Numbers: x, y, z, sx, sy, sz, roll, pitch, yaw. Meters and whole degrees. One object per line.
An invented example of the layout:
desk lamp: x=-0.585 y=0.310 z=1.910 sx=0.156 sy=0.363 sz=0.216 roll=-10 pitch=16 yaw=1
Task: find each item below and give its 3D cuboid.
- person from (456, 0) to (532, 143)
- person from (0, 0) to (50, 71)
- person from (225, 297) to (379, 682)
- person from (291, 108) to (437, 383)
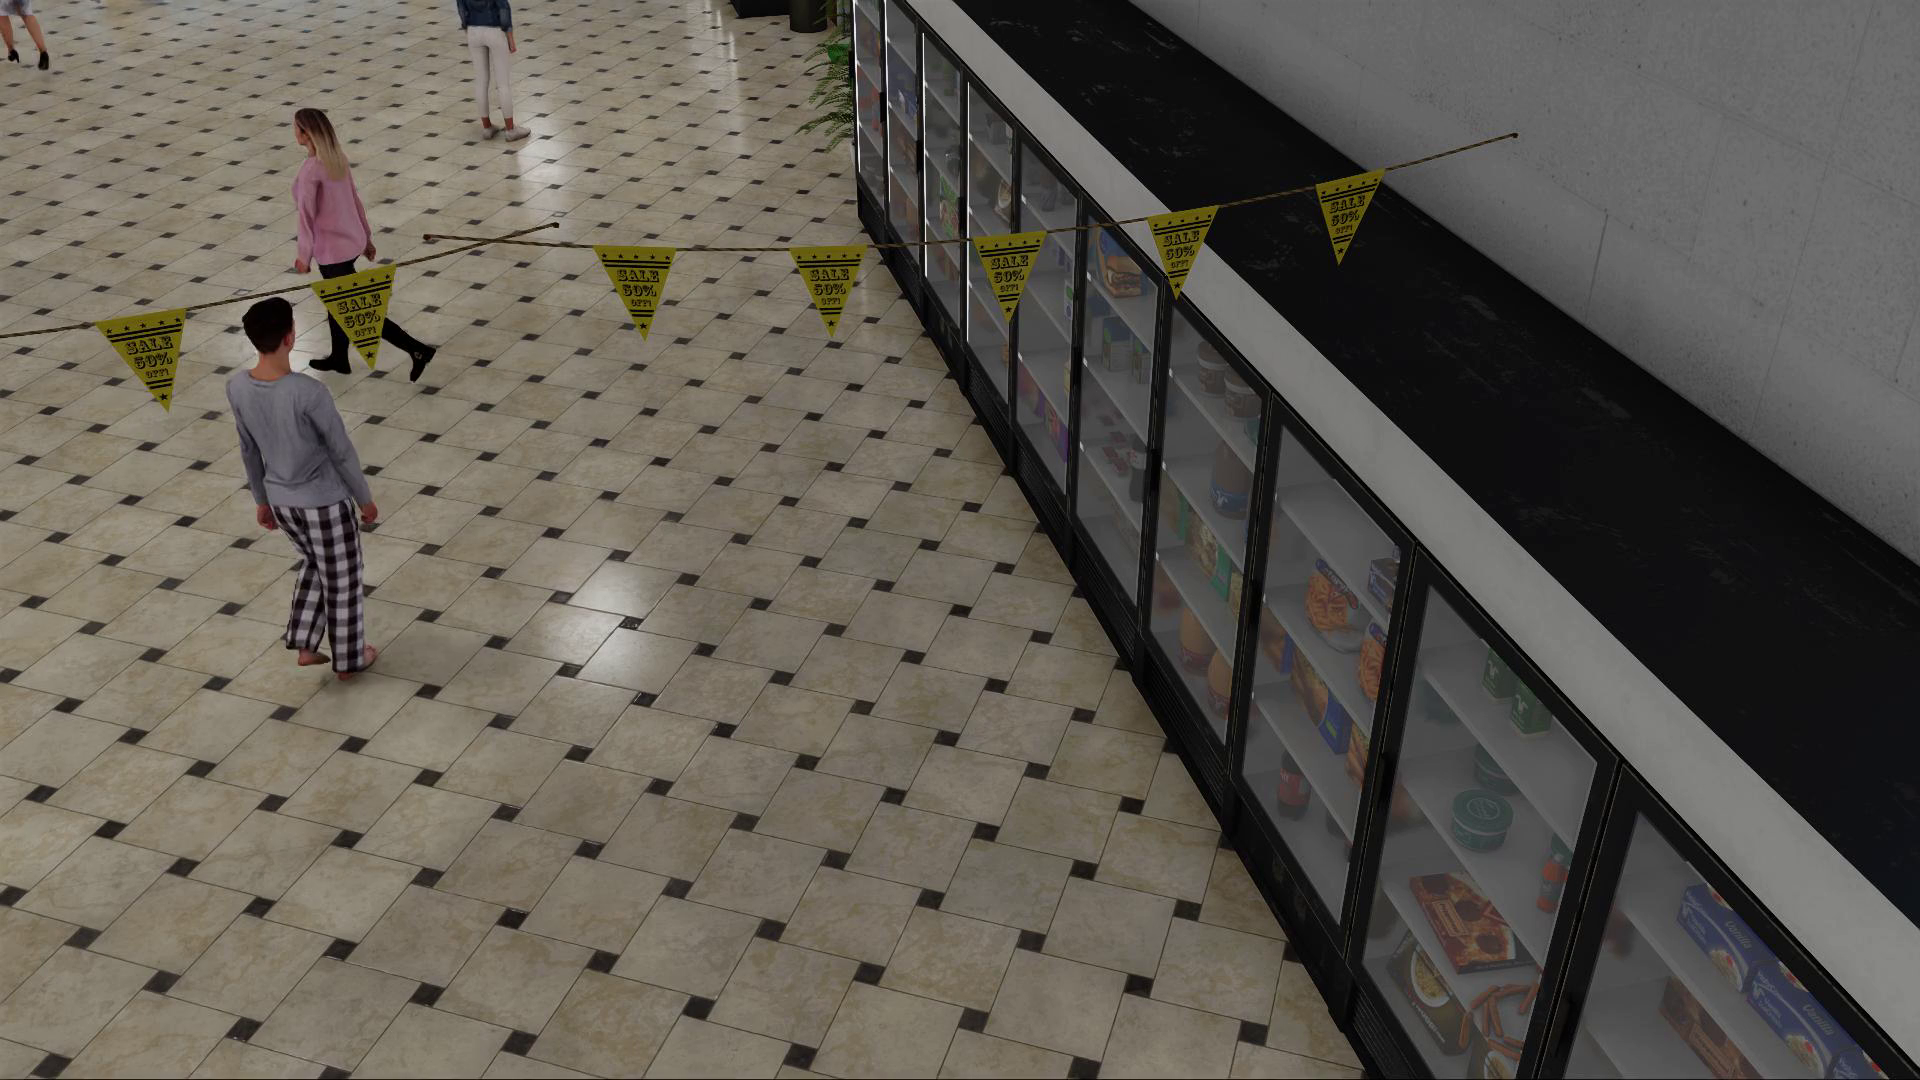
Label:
person: x=-3.900 y=-4.147 z=13.704 sx=0.633 sy=1.702 sz=0.754 roll=9 pitch=33 yaw=13
person: x=-8.756 y=-5.156 z=15.317 sx=1.005 sy=1.710 sz=1.117 roll=27 pitch=41 yaw=36
person: x=-2.819 y=-0.133 z=7.124 sx=0.792 sy=1.836 sz=0.855 roll=9 pitch=33 yaw=14
person: x=-3.562 y=-1.678 z=9.779 sx=1.179 sy=1.655 sz=0.866 roll=3 pitch=32 yaw=5
